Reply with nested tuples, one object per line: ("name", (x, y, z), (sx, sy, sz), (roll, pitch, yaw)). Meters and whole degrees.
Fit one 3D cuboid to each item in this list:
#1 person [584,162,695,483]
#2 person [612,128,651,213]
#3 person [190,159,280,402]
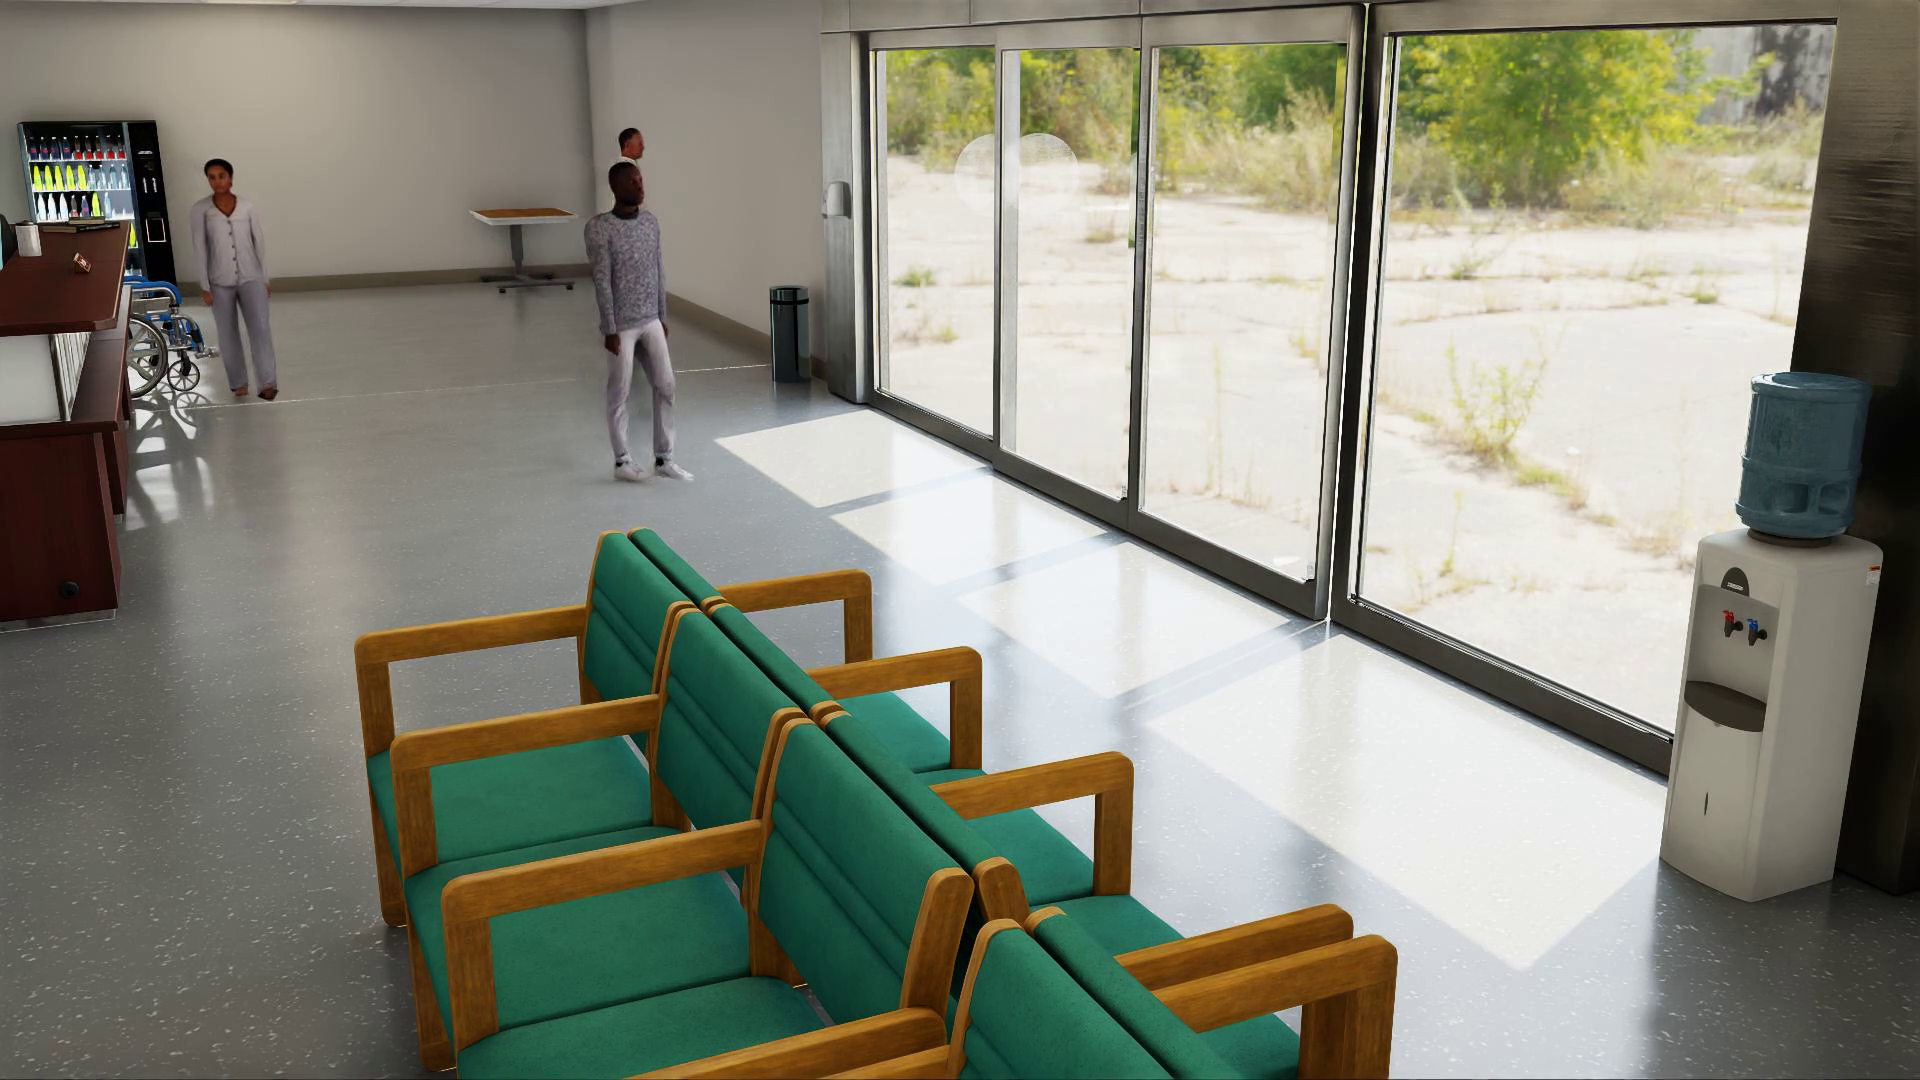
("person", (-1.945, -1.234, 9.547), (0.950, 1.823, 0.891), (13, 20, 39))
("person", (-2.890, -2.656, 14.539), (0.708, 1.851, 0.740), (0, 16, -1))
("person", (-5.228, -1.844, 11.946), (1.032, 1.694, 0.739), (-9, 18, -28))
